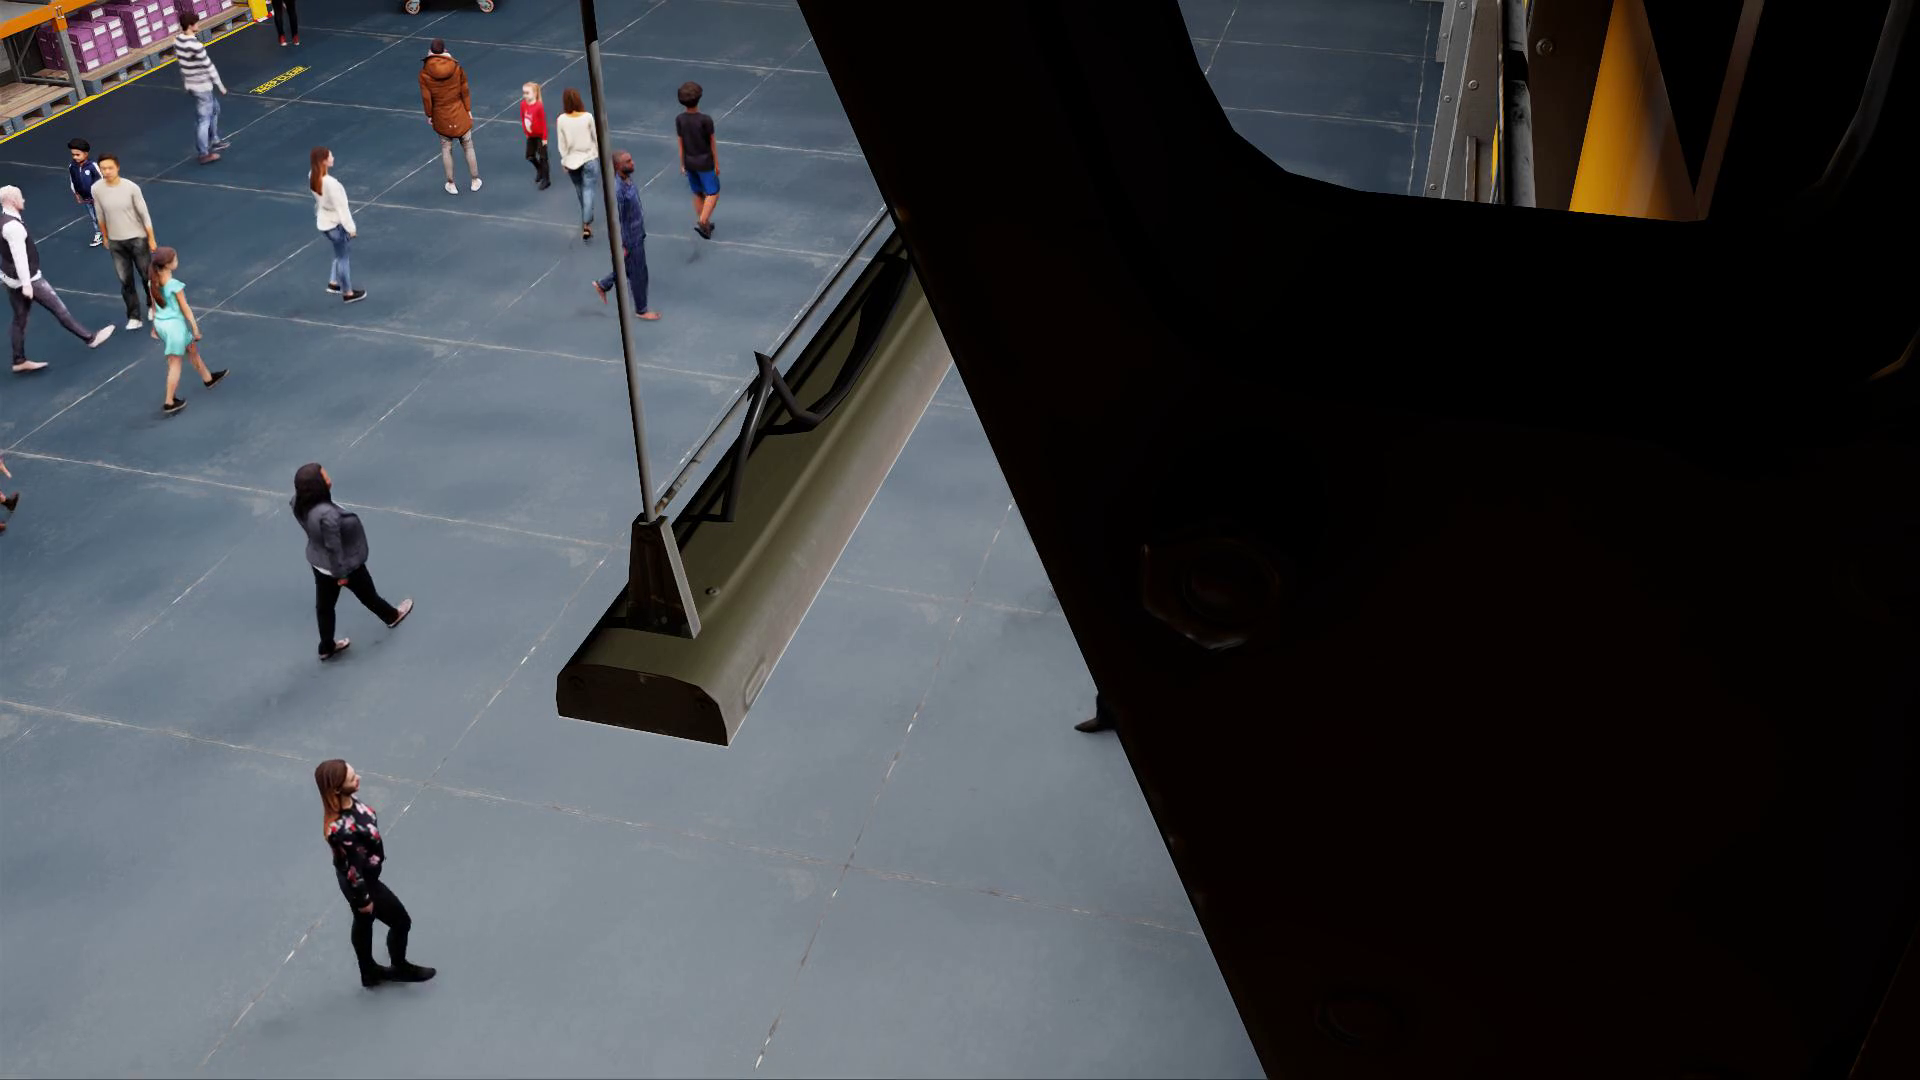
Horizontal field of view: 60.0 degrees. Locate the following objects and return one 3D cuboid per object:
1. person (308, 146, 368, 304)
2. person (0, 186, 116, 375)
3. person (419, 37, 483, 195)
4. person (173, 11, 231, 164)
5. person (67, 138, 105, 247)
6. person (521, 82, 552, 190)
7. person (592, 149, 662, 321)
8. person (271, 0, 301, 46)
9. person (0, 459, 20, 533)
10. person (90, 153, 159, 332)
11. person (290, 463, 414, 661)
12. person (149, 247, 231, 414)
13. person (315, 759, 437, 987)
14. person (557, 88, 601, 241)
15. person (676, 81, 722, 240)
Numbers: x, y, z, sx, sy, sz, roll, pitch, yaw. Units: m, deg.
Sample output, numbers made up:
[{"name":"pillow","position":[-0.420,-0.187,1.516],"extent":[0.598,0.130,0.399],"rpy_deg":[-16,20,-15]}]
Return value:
[{"name":"person","position":[-6.480,-3.197,17.036],"extent":[0.759,1.686,0.774],"rpy_deg":[29,43,36]},{"name":"person","position":[-8.961,-2.413,15.783],"extent":[1.351,1.767,1.153],"rpy_deg":[-25,41,-33]},{"name":"person","position":[-6.005,-4.999,19.610],"extent":[0.844,1.838,0.885],"rpy_deg":[-11,35,-16]},{"name":"person","position":[-9.410,-5.515,20.405],"extent":[0.820,1.818,0.917],"rpy_deg":[21,39,29]},{"name":"person","position":[-9.634,-3.861,18.455],"extent":[0.559,1.221,0.533],"rpy_deg":[2,34,3]},{"name":"person","position":[-5.031,-4.861,19.912],"extent":[0.508,1.274,0.567],"rpy_deg":[12,35,17]},{"name":"person","position":[-3.416,-3.058,16.722],"extent":[0.830,1.802,0.924],"rpy_deg":[4,34,5]},{"name":"person","position":[-9.943,-8.101,24.427],"extent":[0.731,1.672,0.785],"rpy_deg":[-16,37,-23]},{"name":"person","position":[-7.981,-0.494,13.590],"extent":[0.551,1.000,0.783],"rpy_deg":[0,34,0]},{"name":"person","position":[-8.344,-3.063,16.733],"extent":[0.923,1.799,1.054],"rpy_deg":[-6,34,-9]},{"name":"person","position":[-4.600,0.186,12.060],"extent":[0.906,1.561,1.116],"rpy_deg":[22,39,29]},{"name":"person","position":[-7.272,-1.902,15.240],"extent":[0.717,1.519,1.053],"rpy_deg":[14,36,20]},{"name":"person","position":[-3.447,1.920,9.350],"extent":[0.808,1.672,0.744],"rpy_deg":[-13,36,-19]},{"name":"person","position":[-4.214,-4.151,18.516],"extent":[0.762,1.637,1.108],"rpy_deg":[1,34,2]},{"name":"person","position":[-2.896,-4.131,18.353],"extent":[0.589,1.784,0.831],"rpy_deg":[9,35,13]}]
